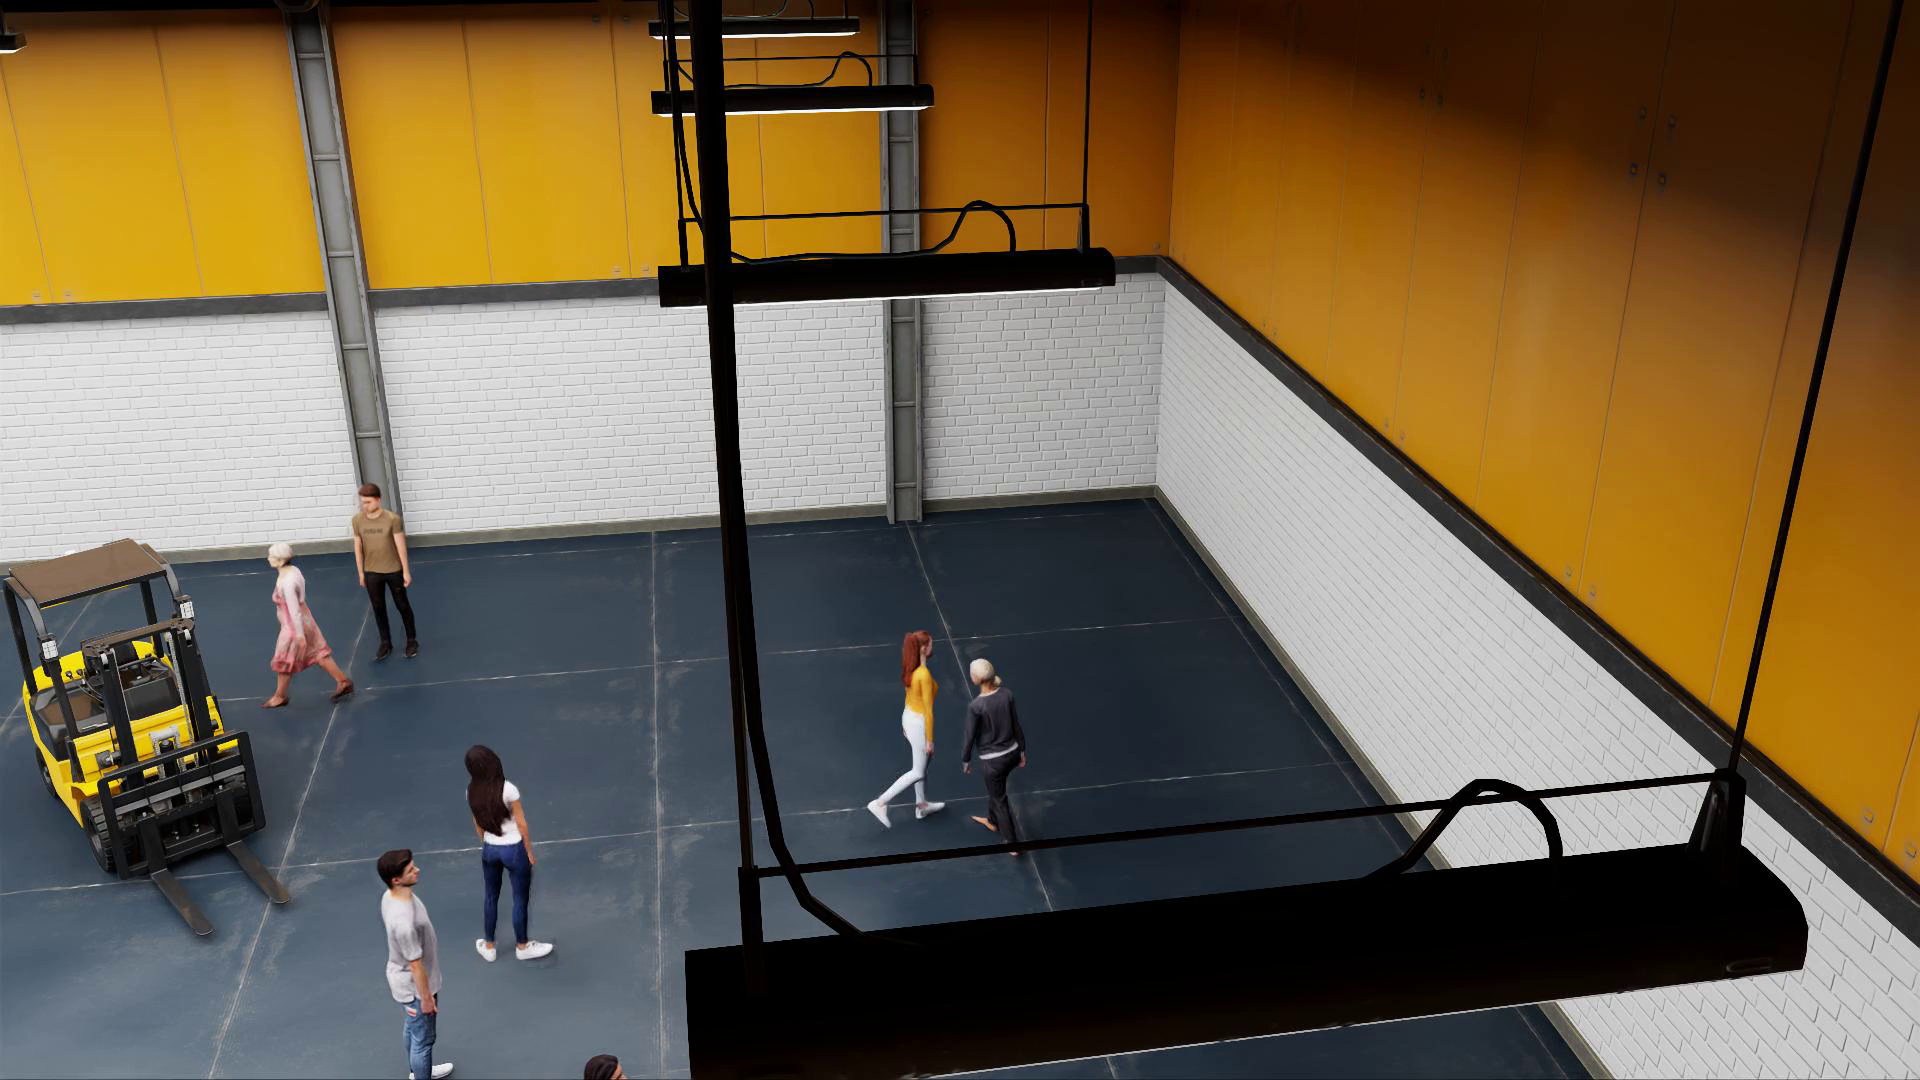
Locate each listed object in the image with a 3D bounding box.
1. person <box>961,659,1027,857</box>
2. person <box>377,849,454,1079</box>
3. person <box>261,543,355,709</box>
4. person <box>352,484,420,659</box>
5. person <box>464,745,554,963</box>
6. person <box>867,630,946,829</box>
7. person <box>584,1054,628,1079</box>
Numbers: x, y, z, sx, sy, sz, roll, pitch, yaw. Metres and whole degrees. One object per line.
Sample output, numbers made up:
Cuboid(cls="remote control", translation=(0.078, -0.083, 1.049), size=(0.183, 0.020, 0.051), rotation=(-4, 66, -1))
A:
Cuboid(cls="person", translation=(0.362, 1.749, 13.350), size=(0.899, 1.694, 0.901), rotation=(-11, 26, -23))
Cuboid(cls="person", translation=(-3.514, 2.800, 10.705), size=(0.654, 1.887, 0.730), rotation=(-11, 26, -23))
Cuboid(cls="person", translation=(-6.106, 0.812, 15.546), size=(1.068, 1.651, 0.641), rotation=(-6, 24, -13))
Cuboid(cls="person", translation=(-5.696, 0.294, 16.494), size=(0.584, 1.842, 0.775), rotation=(-1, 24, -2))
Cuboid(cls="person", translation=(-3.265, 2.295, 12.029), size=(0.743, 1.751, 0.862), rotation=(17, 29, 33))
Cuboid(cls="person", translation=(-0.409, 1.589, 13.679), size=(1.040, 1.723, 0.773), rotation=(-8, 25, -18))
Cuboid(cls="person", translation=(-1.876, 3.551, 9.082), size=(0.539, 1.811, 0.629), rotation=(-2, 24, -5))
